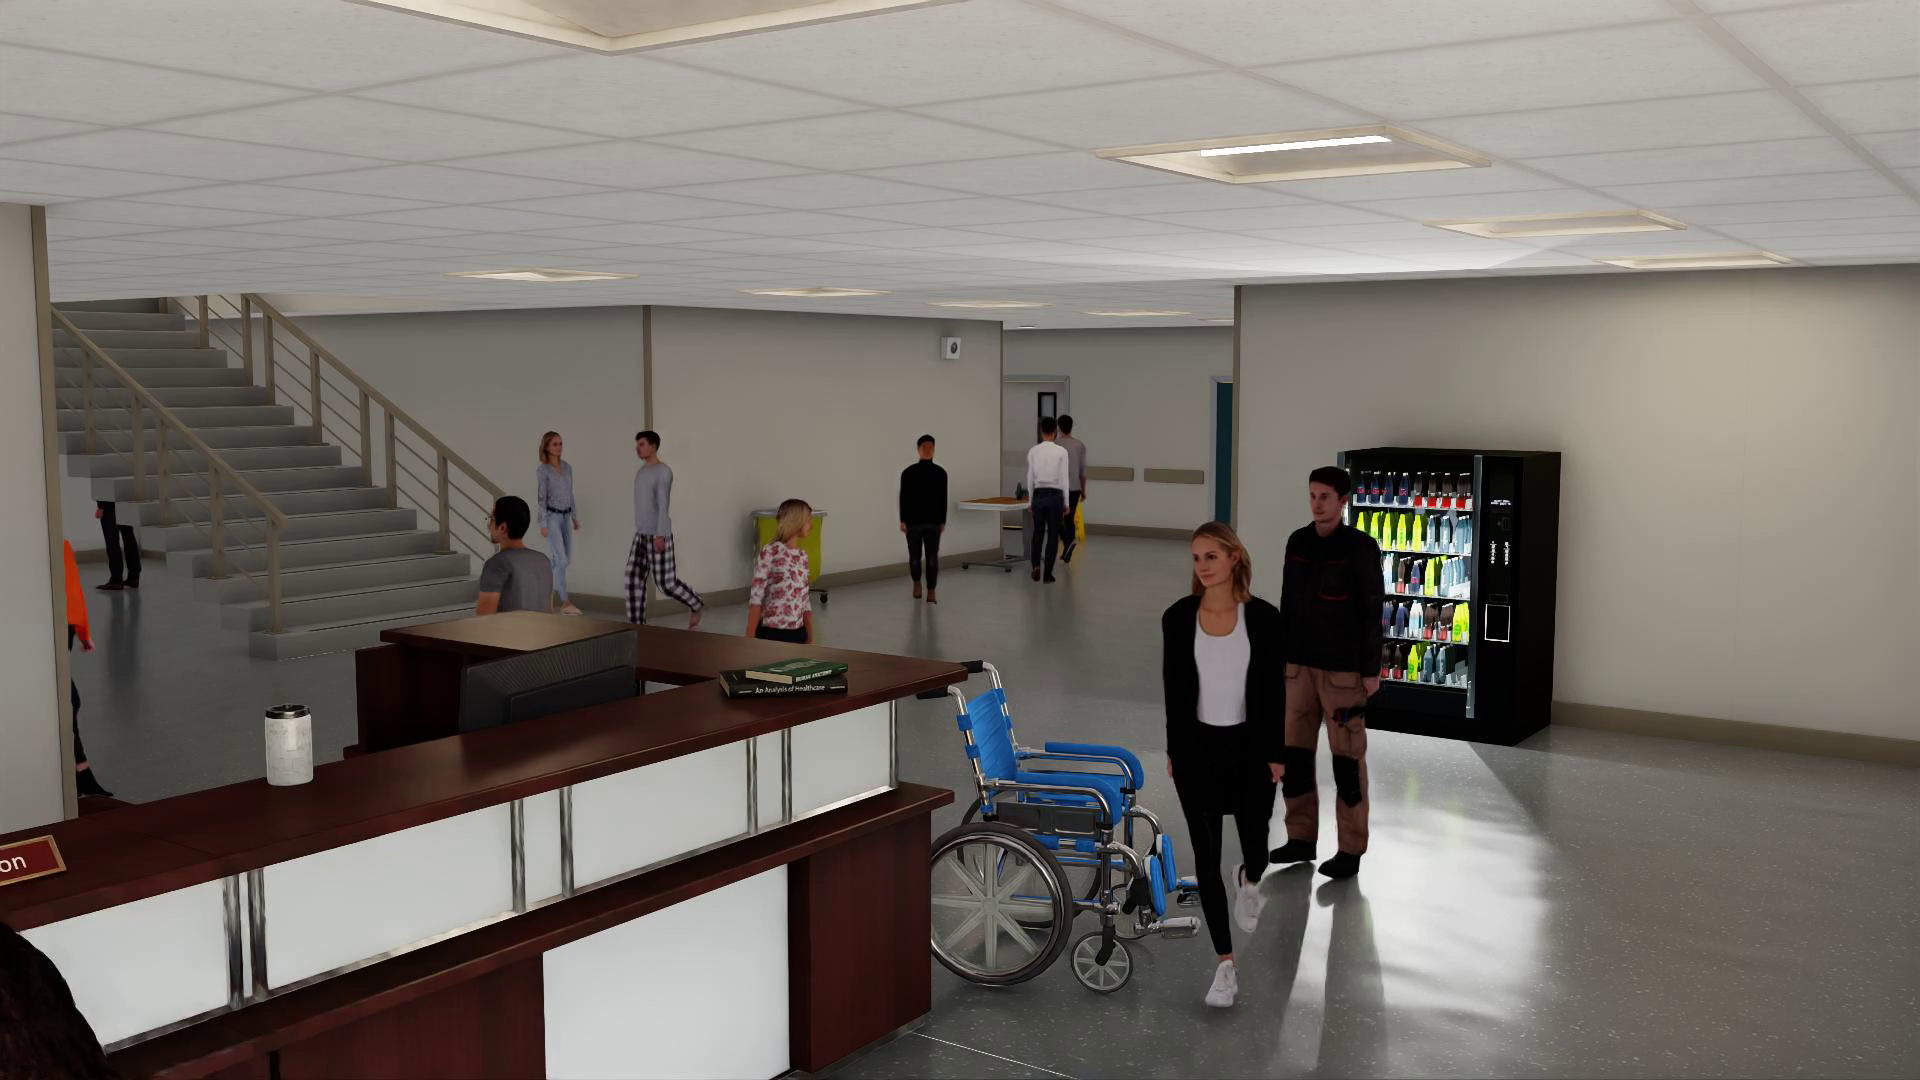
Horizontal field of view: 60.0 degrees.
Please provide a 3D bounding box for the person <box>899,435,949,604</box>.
[{"bbox_3d":[-0.391,-0.209,17.040,1.118,1.699,1.098,0,6,-1],"label":"person"}]

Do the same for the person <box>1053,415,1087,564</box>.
[{"bbox_3d":[1.303,-0.592,20.242,0.992,1.820,1.094,-1,6,-15],"label":"person"}]

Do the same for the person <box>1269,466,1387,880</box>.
[{"bbox_3d":[1.741,0.604,7.828,0.614,1.925,0.794,5,8,43],"label":"person"}]

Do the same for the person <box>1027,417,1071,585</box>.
[{"bbox_3d":[0.959,-0.426,18.434,0.719,1.852,0.775,2,6,17],"label":"person"}]

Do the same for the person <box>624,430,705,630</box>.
[{"bbox_3d":[-2.640,-0.036,14.744,1.041,1.815,0.762,5,8,41],"label":"person"}]

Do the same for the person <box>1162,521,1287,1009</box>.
[{"bbox_3d":[1.005,0.829,6.327,1.042,1.778,0.944,1,6,11],"label":"person"}]

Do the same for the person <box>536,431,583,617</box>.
[{"bbox_3d":[-3.954,-0.153,16.086,1.011,1.779,0.658,3,7,31],"label":"person"}]

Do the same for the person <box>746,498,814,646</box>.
[{"bbox_3d":[-1.127,0.570,9.740,0.795,1.611,0.508,-5,7,-39],"label":"person"}]

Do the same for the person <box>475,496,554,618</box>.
[{"bbox_3d":[-2.104,0.665,8.184,0.897,1.733,0.783,1,6,12],"label":"person"}]
